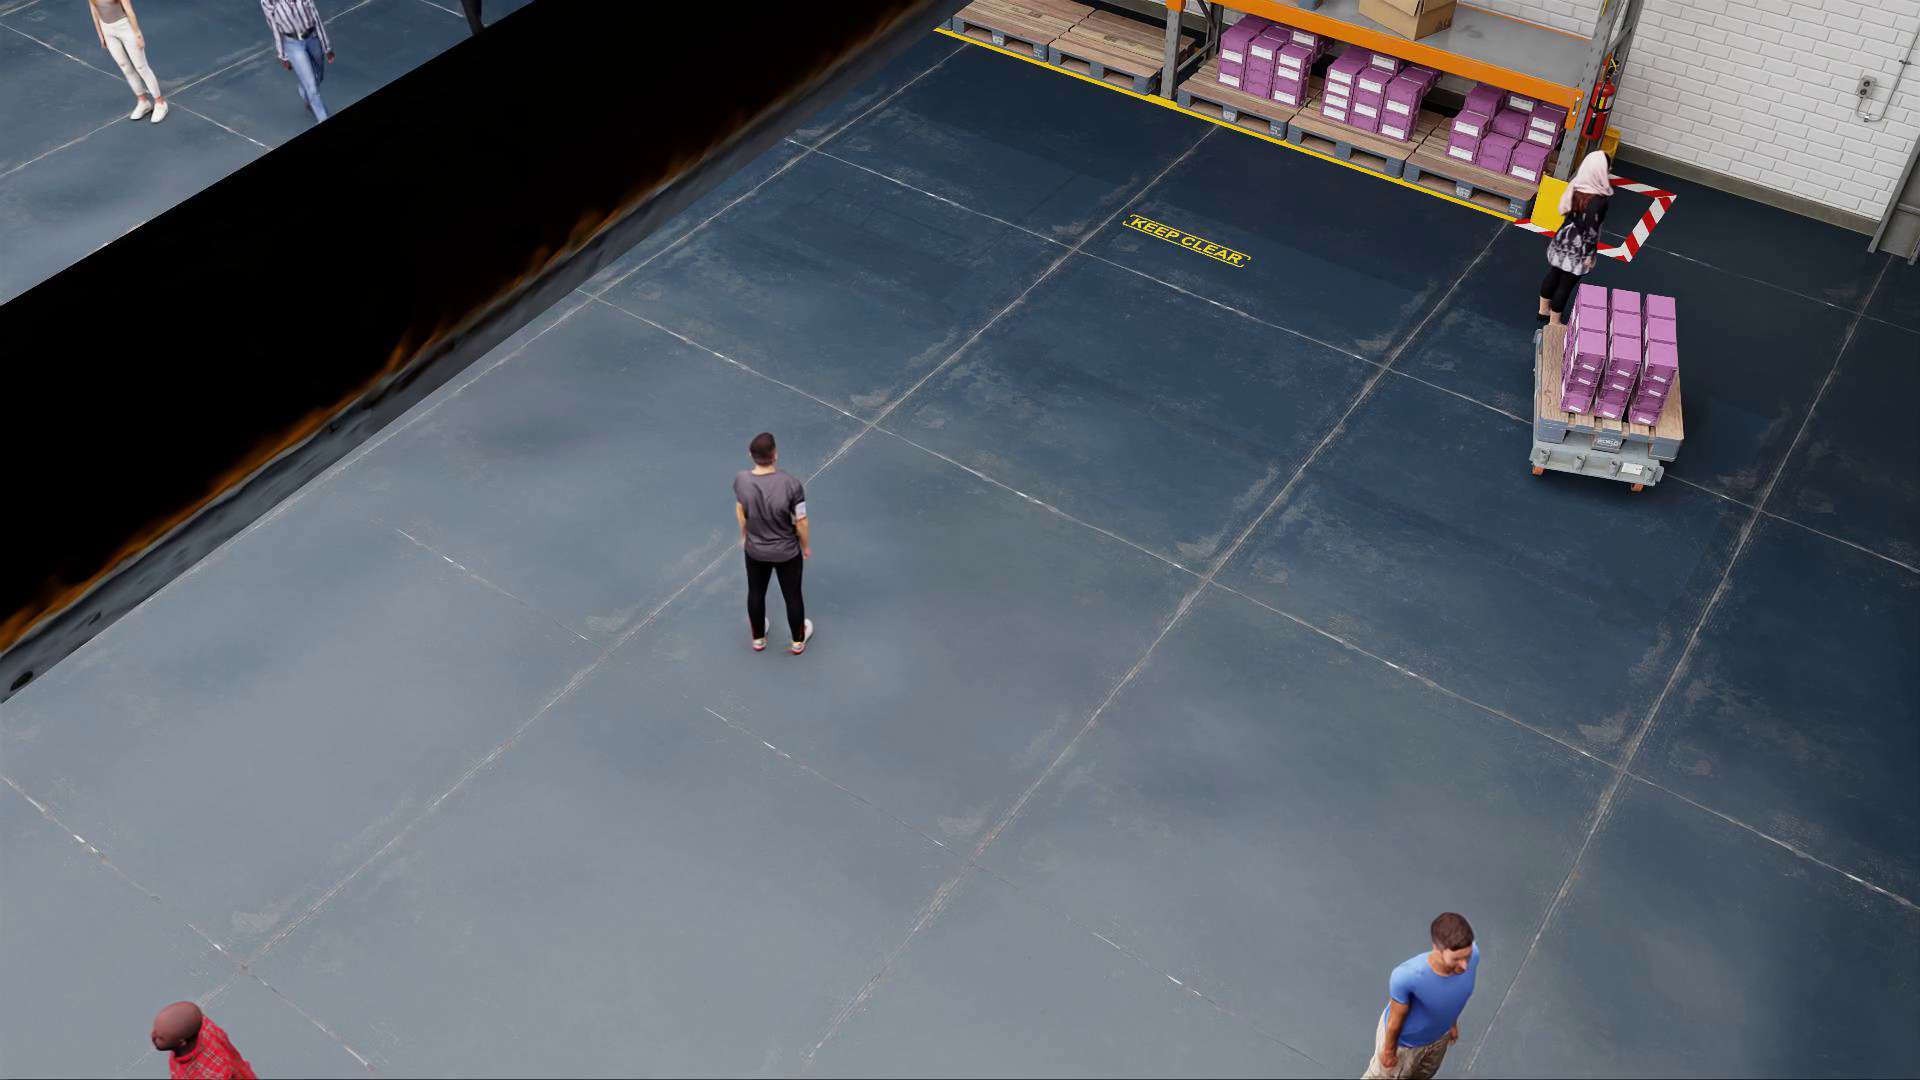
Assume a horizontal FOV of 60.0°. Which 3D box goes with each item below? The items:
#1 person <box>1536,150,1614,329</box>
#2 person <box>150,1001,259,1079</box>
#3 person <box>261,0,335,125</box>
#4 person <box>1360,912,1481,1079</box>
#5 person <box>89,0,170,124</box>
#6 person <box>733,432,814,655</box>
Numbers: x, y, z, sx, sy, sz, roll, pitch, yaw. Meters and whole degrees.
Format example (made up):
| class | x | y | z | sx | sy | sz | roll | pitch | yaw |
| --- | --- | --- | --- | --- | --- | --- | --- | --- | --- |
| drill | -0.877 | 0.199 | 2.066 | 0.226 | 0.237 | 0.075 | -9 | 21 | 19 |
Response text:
| class | x | y | z | sx | sy | sz | roll | pitch | yaw |
| --- | --- | --- | --- | --- | --- | --- | --- | --- | --- |
| person | 4.985 | -2.419 | 13.476 | 0.806 | 1.638 | 0.752 | -5 | 44 | -5 |
| person | -3.479 | 2.718 | 7.952 | 0.806 | 1.819 | 0.676 | -22 | 48 | -22 |
| person | -6.241 | -4.656 | 15.735 | 0.793 | 1.760 | 1.185 | -33 | 52 | -30 |
| person | 2.255 | 2.416 | 8.238 | 0.742 | 1.863 | 0.745 | -18 | 46 | -18 |
| person | -8.054 | -4.871 | 15.992 | 0.602 | 1.718 | 0.729 | 7 | 44 | 7 |
| person | -1.226 | 0.041 | 10.805 | 0.624 | 1.760 | 0.763 | 6 | 44 | 7 |
